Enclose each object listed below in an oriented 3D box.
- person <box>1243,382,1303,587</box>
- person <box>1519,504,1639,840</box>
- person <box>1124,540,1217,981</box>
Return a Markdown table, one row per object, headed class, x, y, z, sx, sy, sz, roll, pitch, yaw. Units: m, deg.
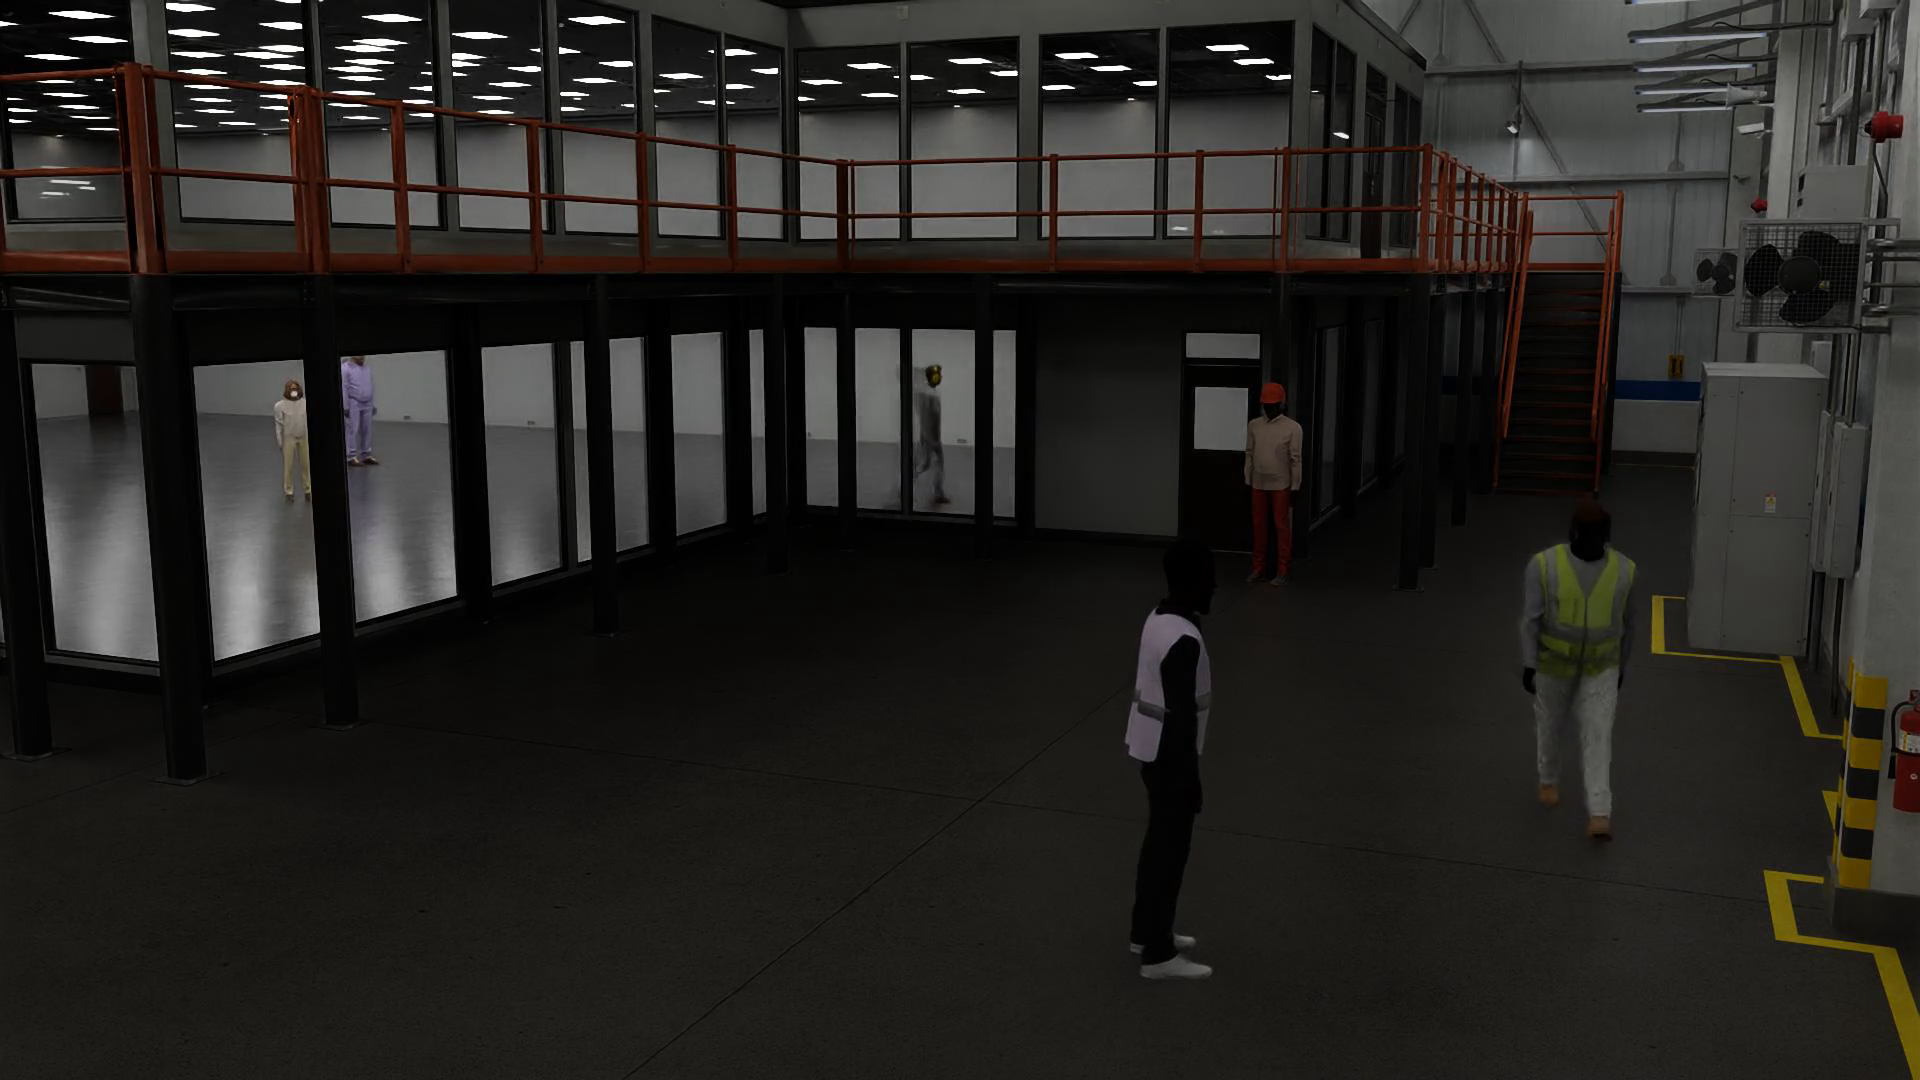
| class | x | y | z | sx | sy | sz | roll | pitch | yaw |
| --- | --- | --- | --- | --- | --- | --- | --- | --- | --- |
| person | 3.022 | -0.538 | 16.150 | 0.612 | 1.986 | 0.407 | 8 | 12 | 40 |
| person | 3.406 | 0.691 | 9.185 | 0.627 | 1.794 | 0.975 | 2 | 9 | 13 |
| person | 0.912 | 0.946 | 7.244 | 0.383 | 1.910 | 0.584 | 0 | 9 | -1 |
